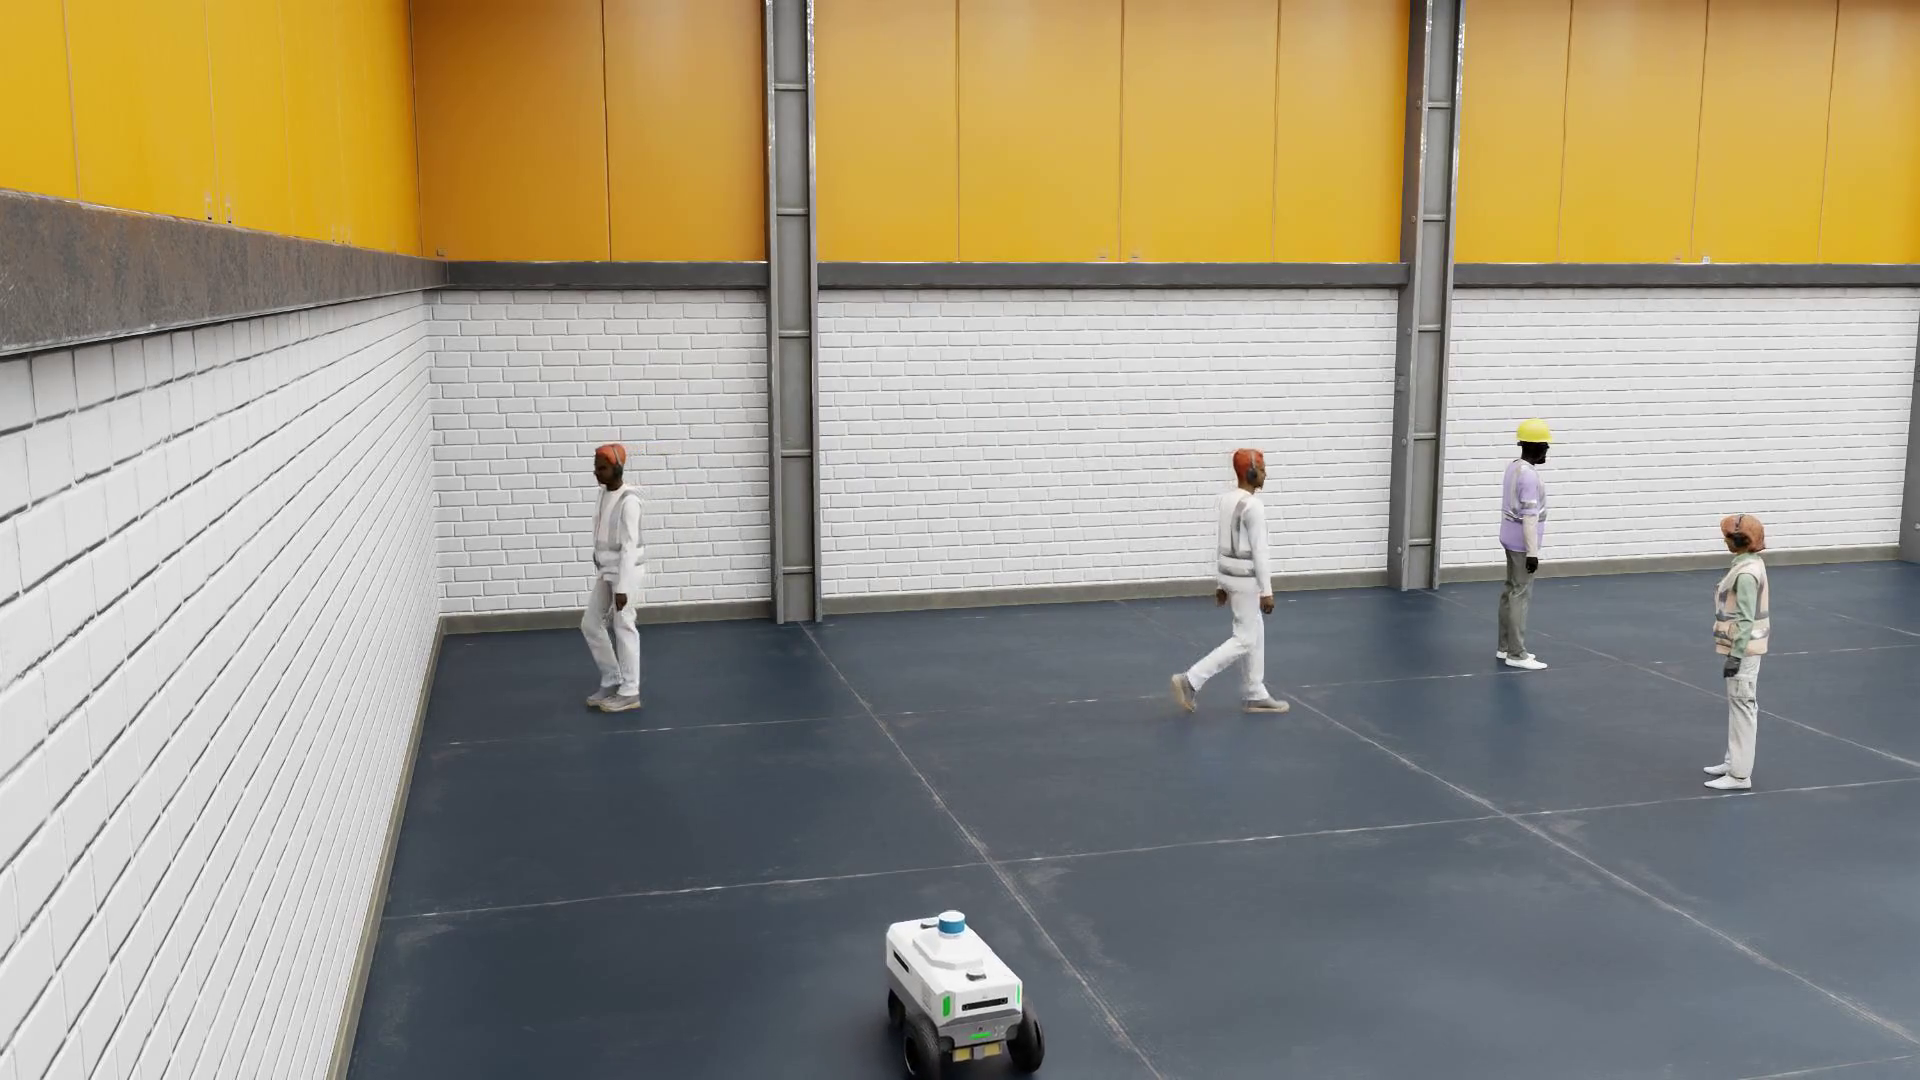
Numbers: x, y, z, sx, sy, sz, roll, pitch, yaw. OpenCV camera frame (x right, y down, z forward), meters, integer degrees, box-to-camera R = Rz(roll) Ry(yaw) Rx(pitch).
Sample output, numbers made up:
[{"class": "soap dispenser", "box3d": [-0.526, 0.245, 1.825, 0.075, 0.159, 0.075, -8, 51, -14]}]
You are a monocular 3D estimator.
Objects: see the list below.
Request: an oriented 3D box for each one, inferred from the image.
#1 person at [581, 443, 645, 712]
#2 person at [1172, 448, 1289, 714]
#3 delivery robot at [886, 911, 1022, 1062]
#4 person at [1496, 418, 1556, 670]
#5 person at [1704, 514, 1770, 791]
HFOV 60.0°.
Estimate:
[{"class": "person", "box3d": [-2.414, 0.270, 11.435, 0.498, 1.875, 0.616, -6, 11, -33]}, {"class": "person", "box3d": [1.866, 0.301, 11.324, 0.804, 1.862, 0.577, -1, 9, -7]}, {"class": "delivery robot", "box3d": [-0.032, 1.684, 6.442, 0.477, 0.478, 0.707, -4, 10, -20]}, {"class": "person", "box3d": [4.358, 0.024, 12.824, 0.368, 1.927, 0.589, 1, 9, 5]}, {"class": "person", "box3d": [4.583, 0.658, 9.784, 0.312, 1.634, 0.512, 4, 10, 26]}]
